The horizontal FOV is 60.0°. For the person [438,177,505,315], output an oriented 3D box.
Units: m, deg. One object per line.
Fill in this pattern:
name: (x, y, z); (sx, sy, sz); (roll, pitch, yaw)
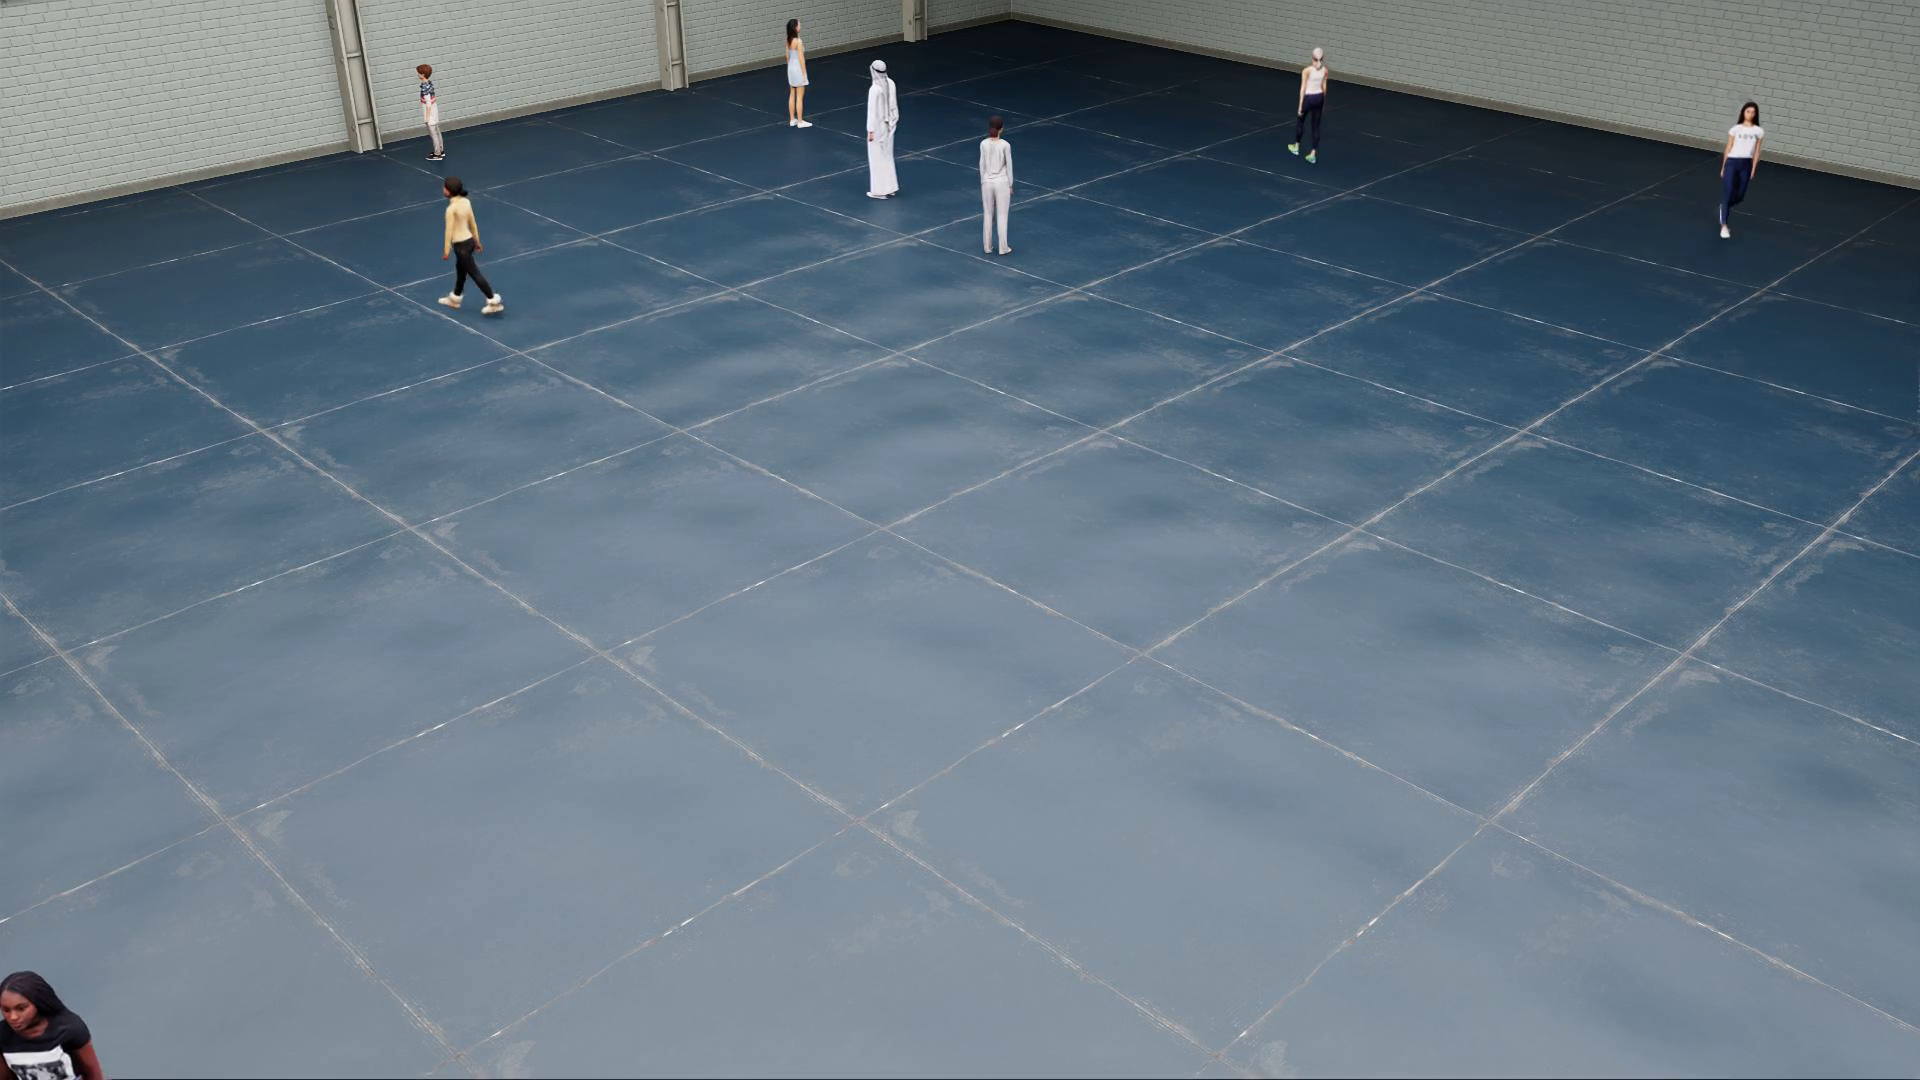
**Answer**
person: (-5.691, -3.386, 19.339); (1.036, 1.617, 1.137); (7, 29, 13)

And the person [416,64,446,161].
person: (-8.126, -6.576, 25.520); (0.651, 1.438, 0.592); (0, 28, 0)

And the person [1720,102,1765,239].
person: (10.306, -4.927, 22.082); (0.914, 1.760, 1.060); (6, 29, 10)

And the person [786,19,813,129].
person: (-2.689, -7.650, 27.227); (0.548, 1.729, 0.603); (-21, 34, -34)

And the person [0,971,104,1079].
person: (-4.224, 2.663, 7.897); (1.113, 1.695, 1.028); (-7, 29, -13)

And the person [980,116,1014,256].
person: (0.460, -4.553, 21.361); (0.667, 1.776, 0.670); (10, 30, 19)

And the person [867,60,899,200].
person: (-1.117, -5.822, 23.589); (0.793, 1.922, 0.666); (16, 32, 27)

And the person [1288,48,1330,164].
person: (5.391, -6.582, 25.278); (1.025, 1.676, 1.006); (-6, 29, -11)
